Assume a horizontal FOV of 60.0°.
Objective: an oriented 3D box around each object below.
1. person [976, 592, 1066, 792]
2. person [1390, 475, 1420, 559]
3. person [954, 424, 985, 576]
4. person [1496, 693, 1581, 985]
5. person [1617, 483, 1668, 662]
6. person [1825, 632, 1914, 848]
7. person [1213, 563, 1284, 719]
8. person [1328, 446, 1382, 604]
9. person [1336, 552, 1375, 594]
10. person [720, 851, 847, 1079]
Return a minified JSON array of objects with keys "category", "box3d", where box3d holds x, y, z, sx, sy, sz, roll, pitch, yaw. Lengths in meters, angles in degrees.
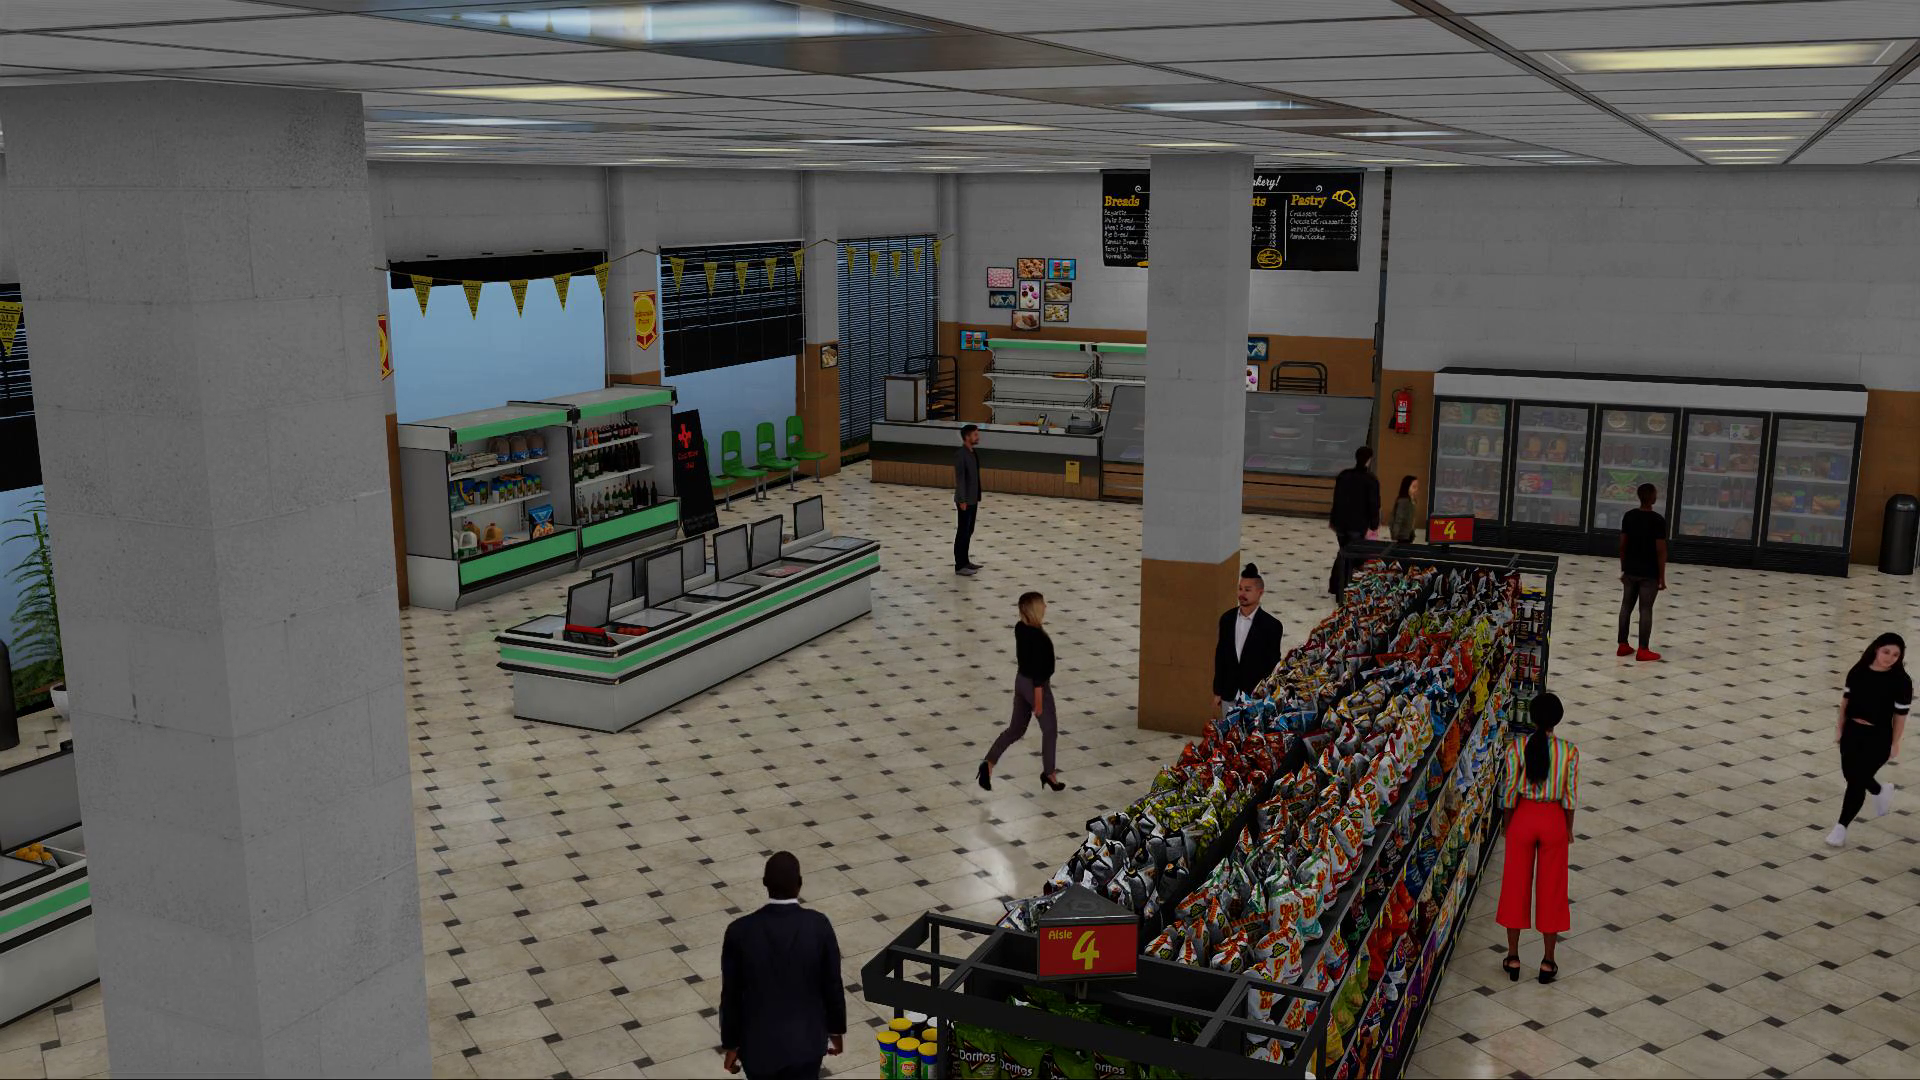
[{"category":"person","box3d":[0.474,1.227,12.934,1.092,1.642,0.978,-6,13,-26]},{"category":"person","box3d":[5.137,-0.036,19.360,0.787,1.464,0.689,7,14,29]},{"category":"person","box3d":[0.091,-0.516,20.656,0.788,1.871,0.579,3,12,14]},{"category":"person","box3d":[3.457,1.774,9.969,0.620,1.793,0.566,4,12,16]},{"category":"person","box3d":[6.910,0.314,16.873,0.709,1.805,0.717,-8,14,-34]},{"category":"person","box3d":[6.624,1.431,12.049,1.086,1.607,0.915,-8,14,-34]},{"category":"person","box3d":[2.188,1.132,12.638,0.763,1.949,0.693,10,15,39]},{"category":"person","box3d":[4.437,-0.150,19.055,0.840,1.814,0.796,11,16,43]},{"category":"person","box3d":[3.275,0.908,14.112,0.787,1.781,0.716,-3,12,-12]},{"category":"person","box3d":[-0.800,2.305,7.430,0.896,1.800,0.988,0,12,1]}]
